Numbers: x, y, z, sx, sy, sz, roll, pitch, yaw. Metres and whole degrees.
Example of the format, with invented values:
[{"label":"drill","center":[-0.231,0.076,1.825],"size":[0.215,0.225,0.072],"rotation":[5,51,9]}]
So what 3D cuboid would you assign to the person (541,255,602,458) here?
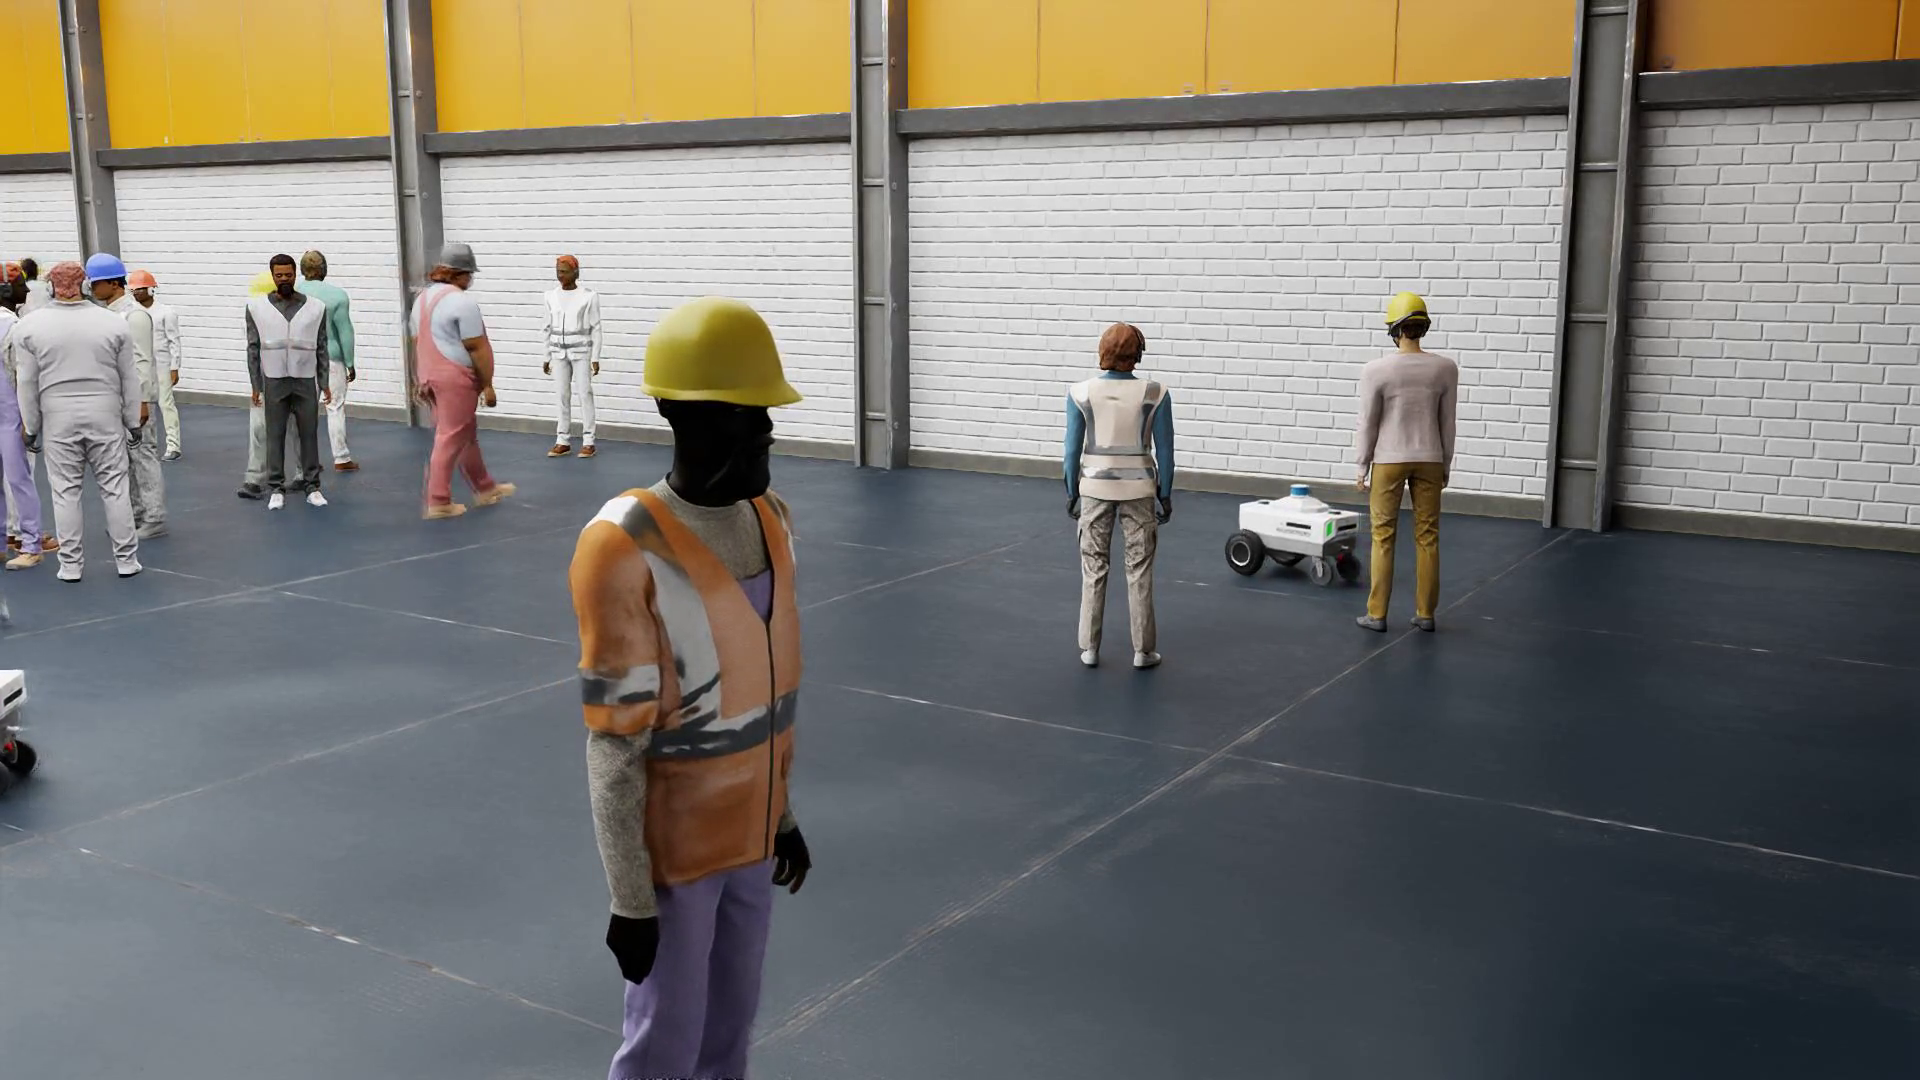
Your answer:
[{"label":"person","center":[-3.625,-1.704,15.507],"size":[0.584,1.883,0.346],"rotation":[2,10,13]}]

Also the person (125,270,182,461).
[{"label":"person","center":[-7.426,-1.593,15.252],"size":[0.575,1.749,0.335],"rotation":[2,10,12]}]

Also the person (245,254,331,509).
[{"label":"person","center":[-5.082,-1.201,12.627],"size":[0.590,1.919,0.392],"rotation":[-6,12,-29]}]

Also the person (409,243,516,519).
[{"label":"person","center":[-3.618,-1.204,12.303],"size":[0.687,2.000,0.954],"rotation":[10,14,43]}]

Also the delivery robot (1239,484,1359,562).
[{"label":"delivery robot","center":[2.034,-0.091,9.993],"size":[0.477,0.478,0.707],"rotation":[-9,14,-42]}]

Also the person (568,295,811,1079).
[{"label":"person","center":[-0.446,0.527,3.026],"size":[0.388,1.926,0.590],"rotation":[4,11,23]}]

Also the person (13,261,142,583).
[{"label":"person","center":[-5.222,-0.699,9.896],"size":[0.651,1.898,0.401],"rotation":[-6,12,-30]}]

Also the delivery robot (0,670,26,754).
[{"label":"delivery robot","center":[-3.817,0.618,6.054],"size":[0.707,0.478,0.477],"rotation":[-1,11,-10]}]

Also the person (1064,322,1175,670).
[{"label":"person","center":[0.747,-0.199,7.843],"size":[0.523,1.639,0.309],"rotation":[2,10,12]}]

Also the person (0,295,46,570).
[{"label":"person","center":[-5.918,-0.724,10.222],"size":[0.508,1.838,0.335],"rotation":[2,10,11]}]

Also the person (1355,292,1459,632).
[{"label":"person","center":[2.291,-0.392,8.594],"size":[0.524,1.761,0.339],"rotation":[-1,10,-4]}]

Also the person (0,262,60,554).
[{"label":"person","center":[-6.108,-0.849,10.770],"size":[0.347,1.882,0.584],"rotation":[-9,14,-41]}]

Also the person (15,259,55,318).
[{"label":"person","center":[-10.748,-2.362,19.391],"size":[0.634,1.796,1.016],"rotation":[-8,13,-39]}]

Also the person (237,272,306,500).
[{"label":"person","center":[-5.388,-1.201,13.031],"size":[0.597,1.769,0.889],"rotation":[2,11,13]}]

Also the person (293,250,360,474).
[{"label":"person","center":[-5.542,-1.533,14.410],"size":[0.631,1.940,0.372],"rotation":[0,10,2]}]

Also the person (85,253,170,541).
[{"label":"person","center":[-5.665,-0.964,11.281],"size":[0.618,1.933,0.419],"rotation":[8,13,38]}]
